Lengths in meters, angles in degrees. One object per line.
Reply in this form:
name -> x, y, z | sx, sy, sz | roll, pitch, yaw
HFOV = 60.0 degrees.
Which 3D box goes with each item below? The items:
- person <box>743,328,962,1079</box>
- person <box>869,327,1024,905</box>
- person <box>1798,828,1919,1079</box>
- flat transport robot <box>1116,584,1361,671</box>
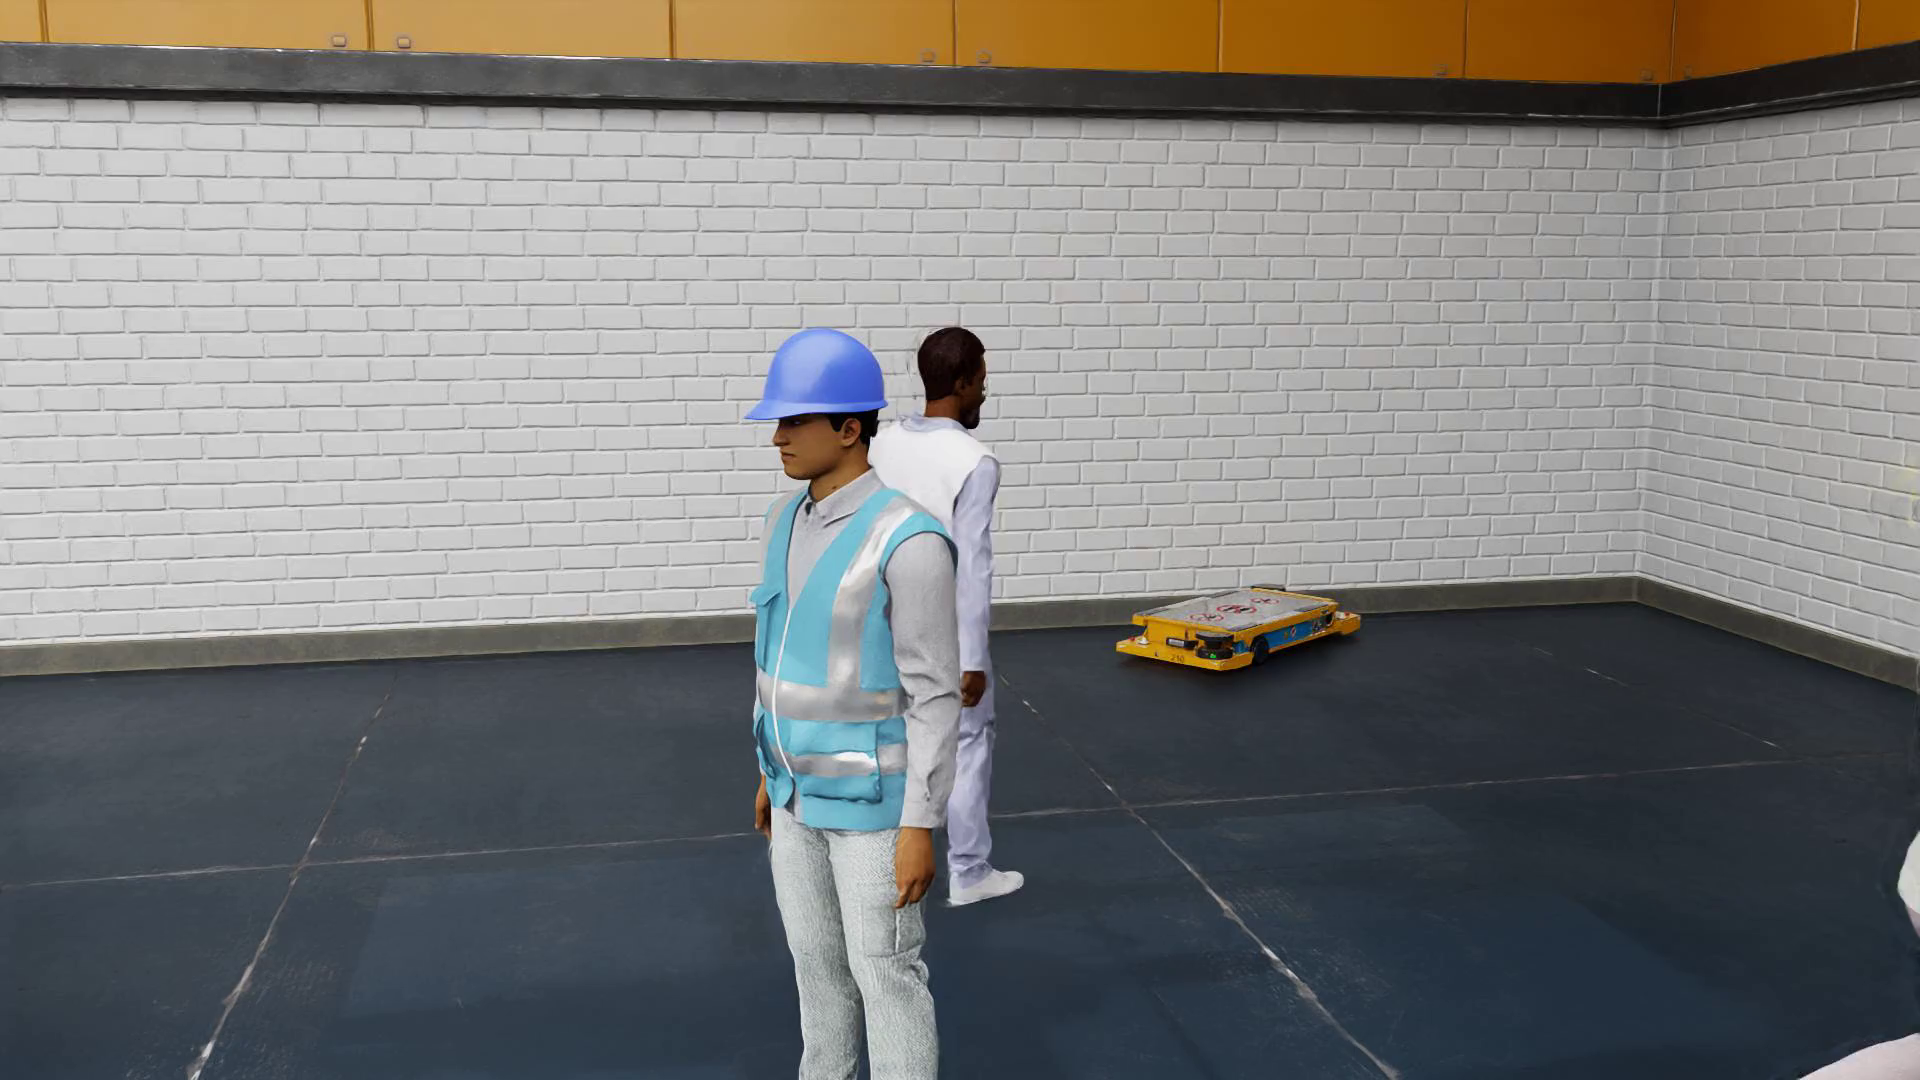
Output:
person -> -0.253, 0.527, 3.543 | 0.394, 1.945, 0.618 | -8, 12, -39
person -> -0.143, 0.280, 5.218 | 0.790, 1.893, 0.608 | -8, 12, -39
person -> 1.904, 0.681, 3.219 | 0.667, 1.746, 0.526 | 7, 12, 36
flat transport robot -> 1.543, 0.457, 9.070 | 0.652, 0.197, 1.431 | 8, 12, 42
